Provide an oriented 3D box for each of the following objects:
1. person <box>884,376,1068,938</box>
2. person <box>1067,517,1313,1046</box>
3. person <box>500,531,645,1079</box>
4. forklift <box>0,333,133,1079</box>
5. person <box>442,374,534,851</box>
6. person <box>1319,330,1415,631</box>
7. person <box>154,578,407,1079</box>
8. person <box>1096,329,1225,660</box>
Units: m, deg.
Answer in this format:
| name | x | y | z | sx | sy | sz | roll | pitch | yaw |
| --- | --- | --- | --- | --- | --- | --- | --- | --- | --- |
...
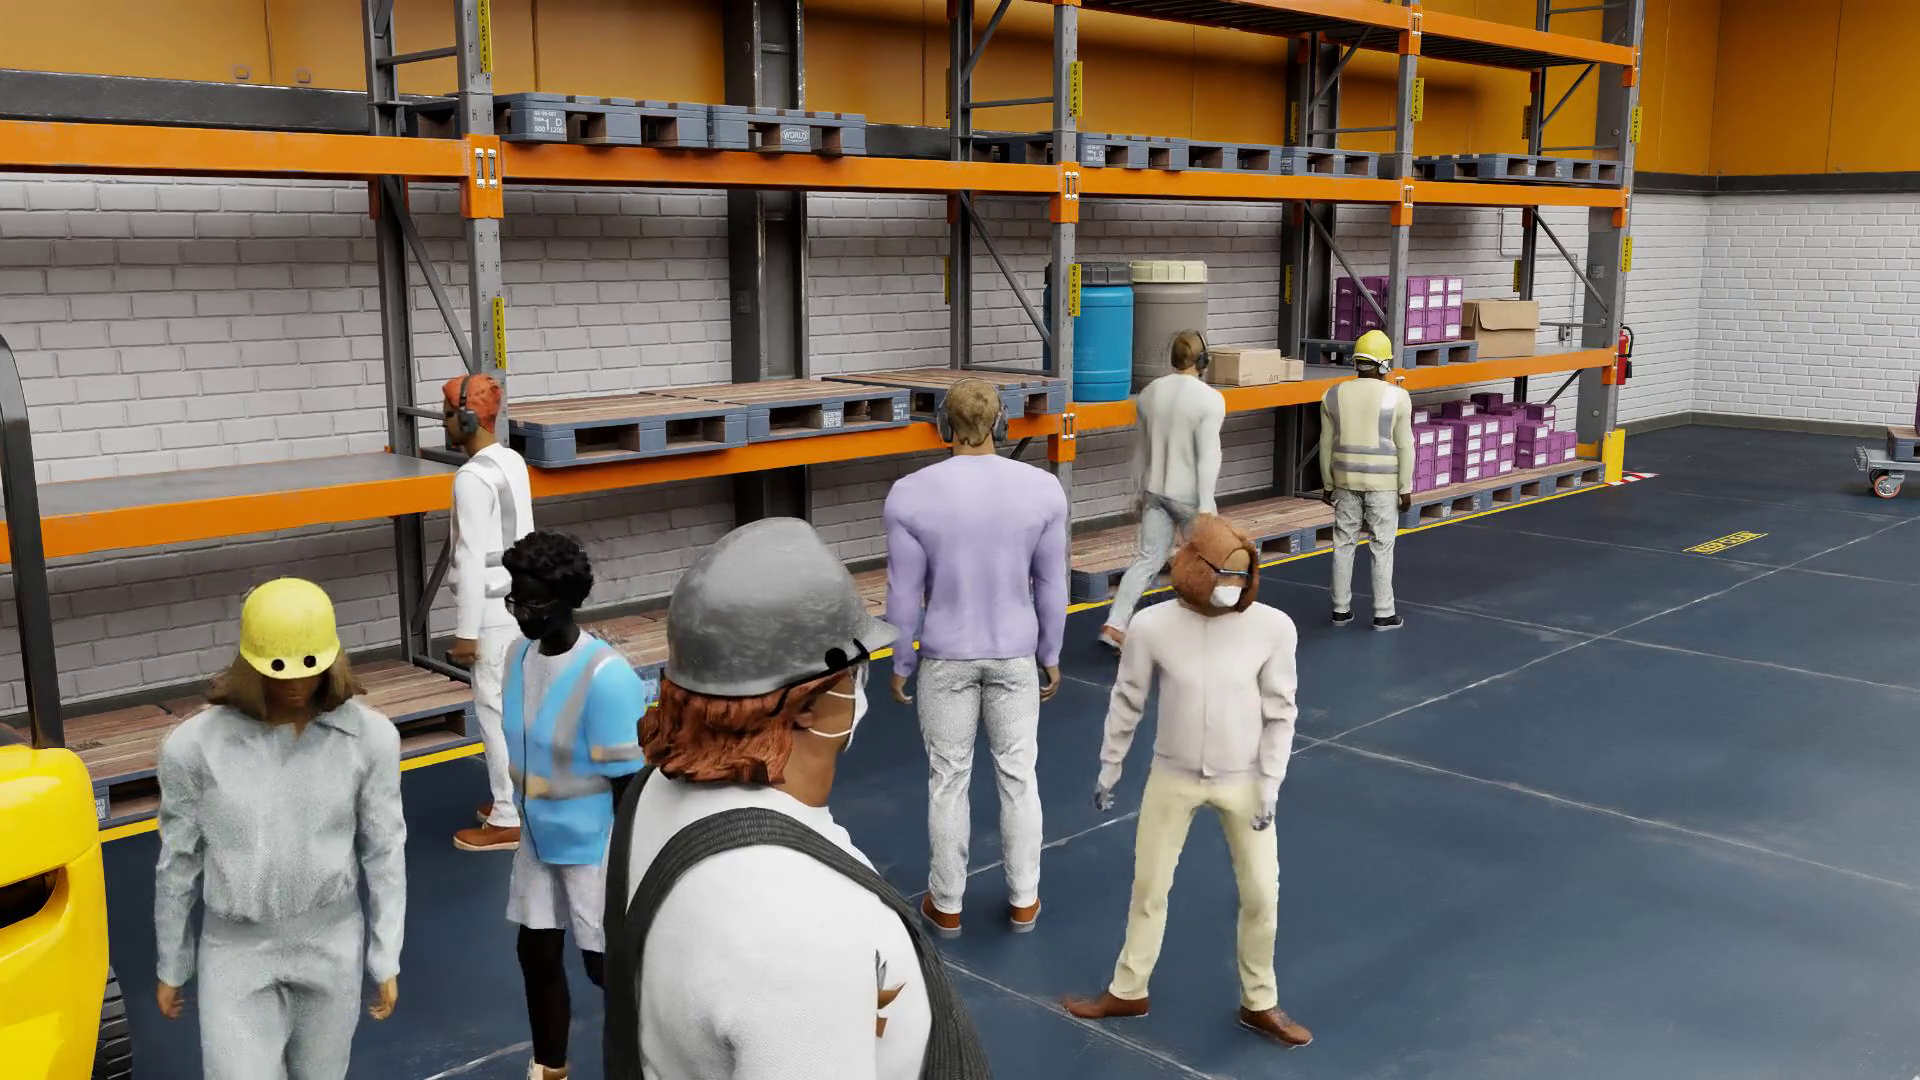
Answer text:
| name | x | y | z | sx | sy | sz | roll | pitch | yaw |
| --- | --- | --- | --- | --- | --- | --- | --- | --- | --- |
| person | 0.056 | 0.411 | 5.700 | 0.627 | 1.933 | 0.372 | -1 | 10 | -6 |
| person | 0.671 | 0.718 | 4.930 | 0.730 | 1.608 | 0.309 | 2 | 11 | 11 |
| person | -0.945 | 0.766 | 4.468 | 0.548 | 1.667 | 0.641 | 9 | 14 | 41 |
| forklift | -3.289 | 0.485 | 4.582 | 1.214 | 2.155 | 2.313 | -10 | 14 | -44 |
| person | -1.832 | 0.285 | 6.543 | 0.352 | 1.878 | 0.579 | 0 | 10 | -1 |
| person | 2.493 | -0.360 | 10.173 | 0.588 | 1.834 | 0.403 | 7 | 12 | 33 |
| person | -1.421 | 0.917 | 3.550 | 0.516 | 1.695 | 0.766 | -6 | 12 | -31 |
| person | 1.157 | -0.242 | 9.435 | 0.967 | 1.899 | 0.637 | -10 | 14 | -43 |
